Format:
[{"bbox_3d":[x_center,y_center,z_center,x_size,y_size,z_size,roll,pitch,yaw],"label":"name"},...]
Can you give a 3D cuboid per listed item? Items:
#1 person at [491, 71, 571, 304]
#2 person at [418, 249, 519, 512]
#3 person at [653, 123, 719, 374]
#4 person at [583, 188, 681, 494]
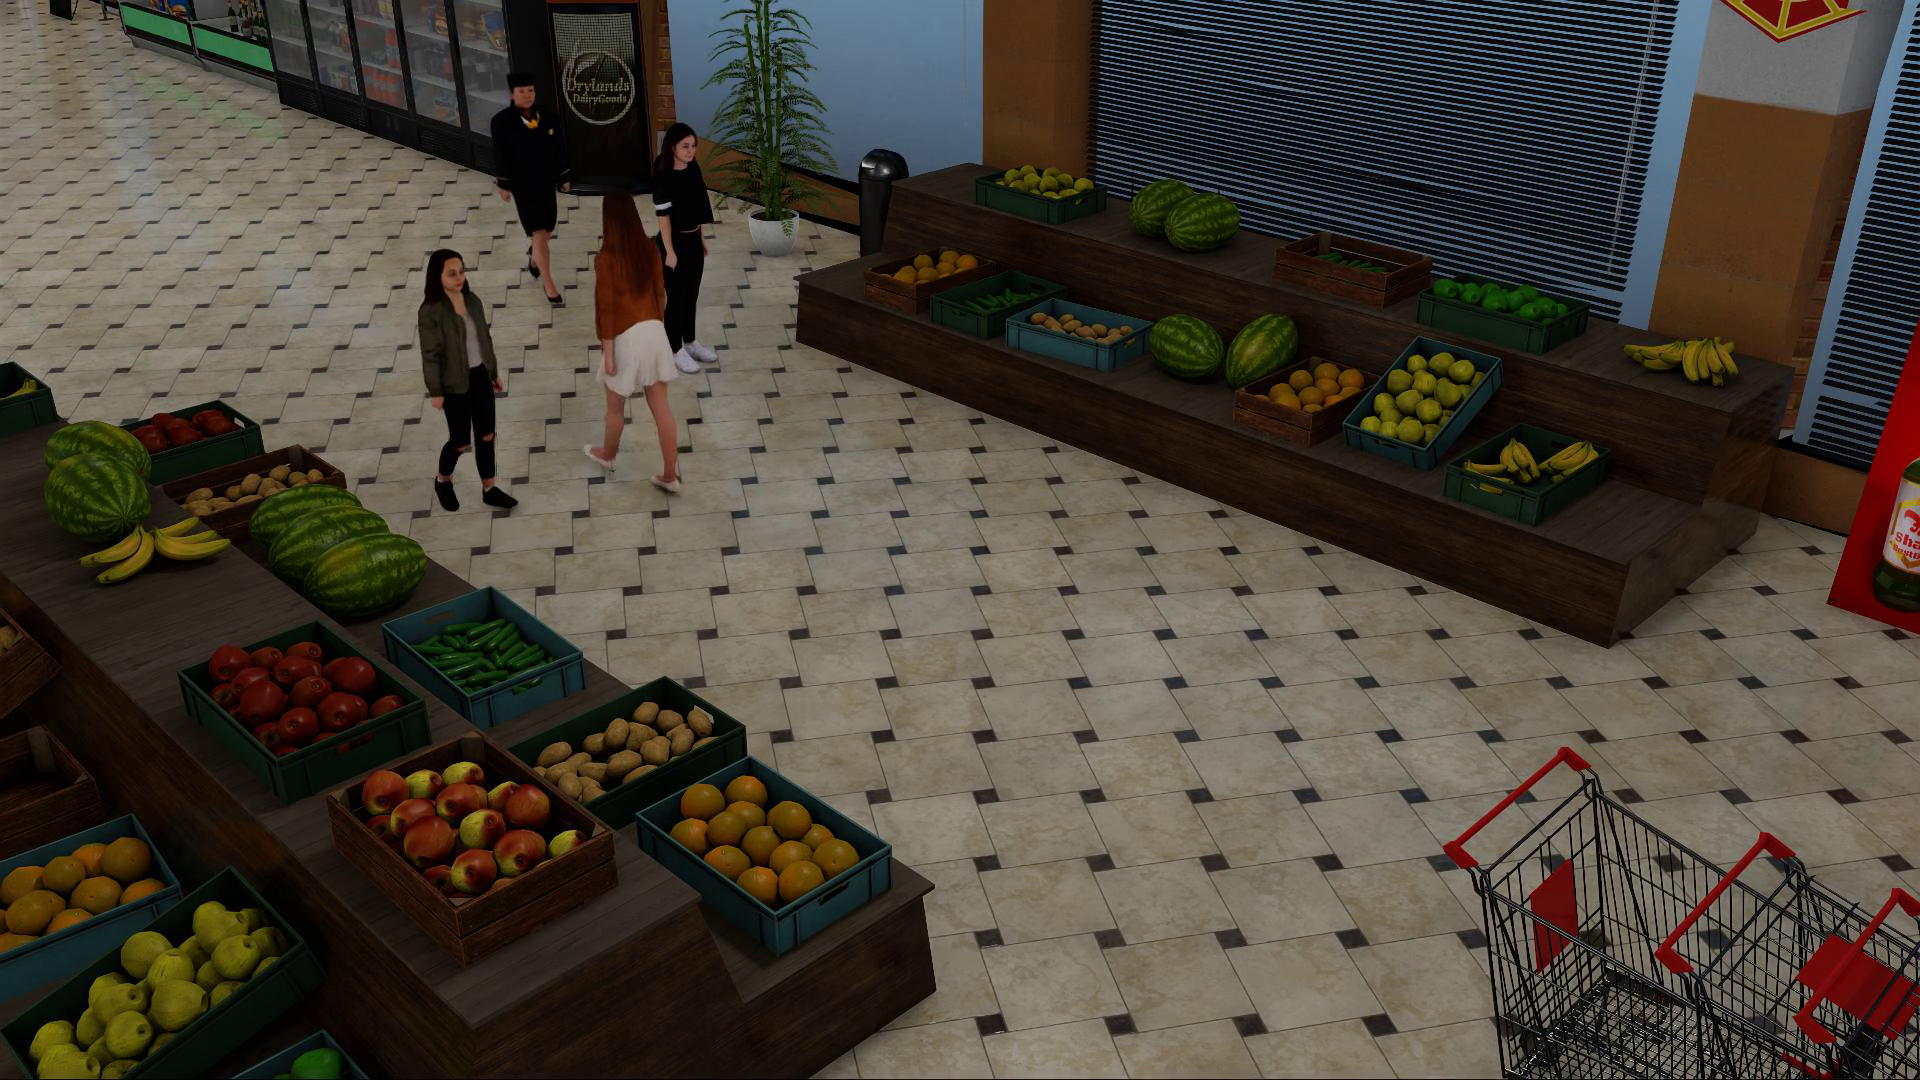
[{"bbox_3d":[-3.155,-2.613,12.273,0.858,1.647,1.111,-16,31,-28],"label":"person"},{"bbox_3d":[-2.716,-0.861,9.011,0.737,1.473,0.670,16,31,28],"label":"person"},{"bbox_3d":[-1.832,-1.935,10.948,0.675,1.637,0.672,14,30,25],"label":"person"},{"bbox_3d":[-1.730,-1.045,9.136,0.653,1.688,0.962,-23,35,-38],"label":"person"}]
